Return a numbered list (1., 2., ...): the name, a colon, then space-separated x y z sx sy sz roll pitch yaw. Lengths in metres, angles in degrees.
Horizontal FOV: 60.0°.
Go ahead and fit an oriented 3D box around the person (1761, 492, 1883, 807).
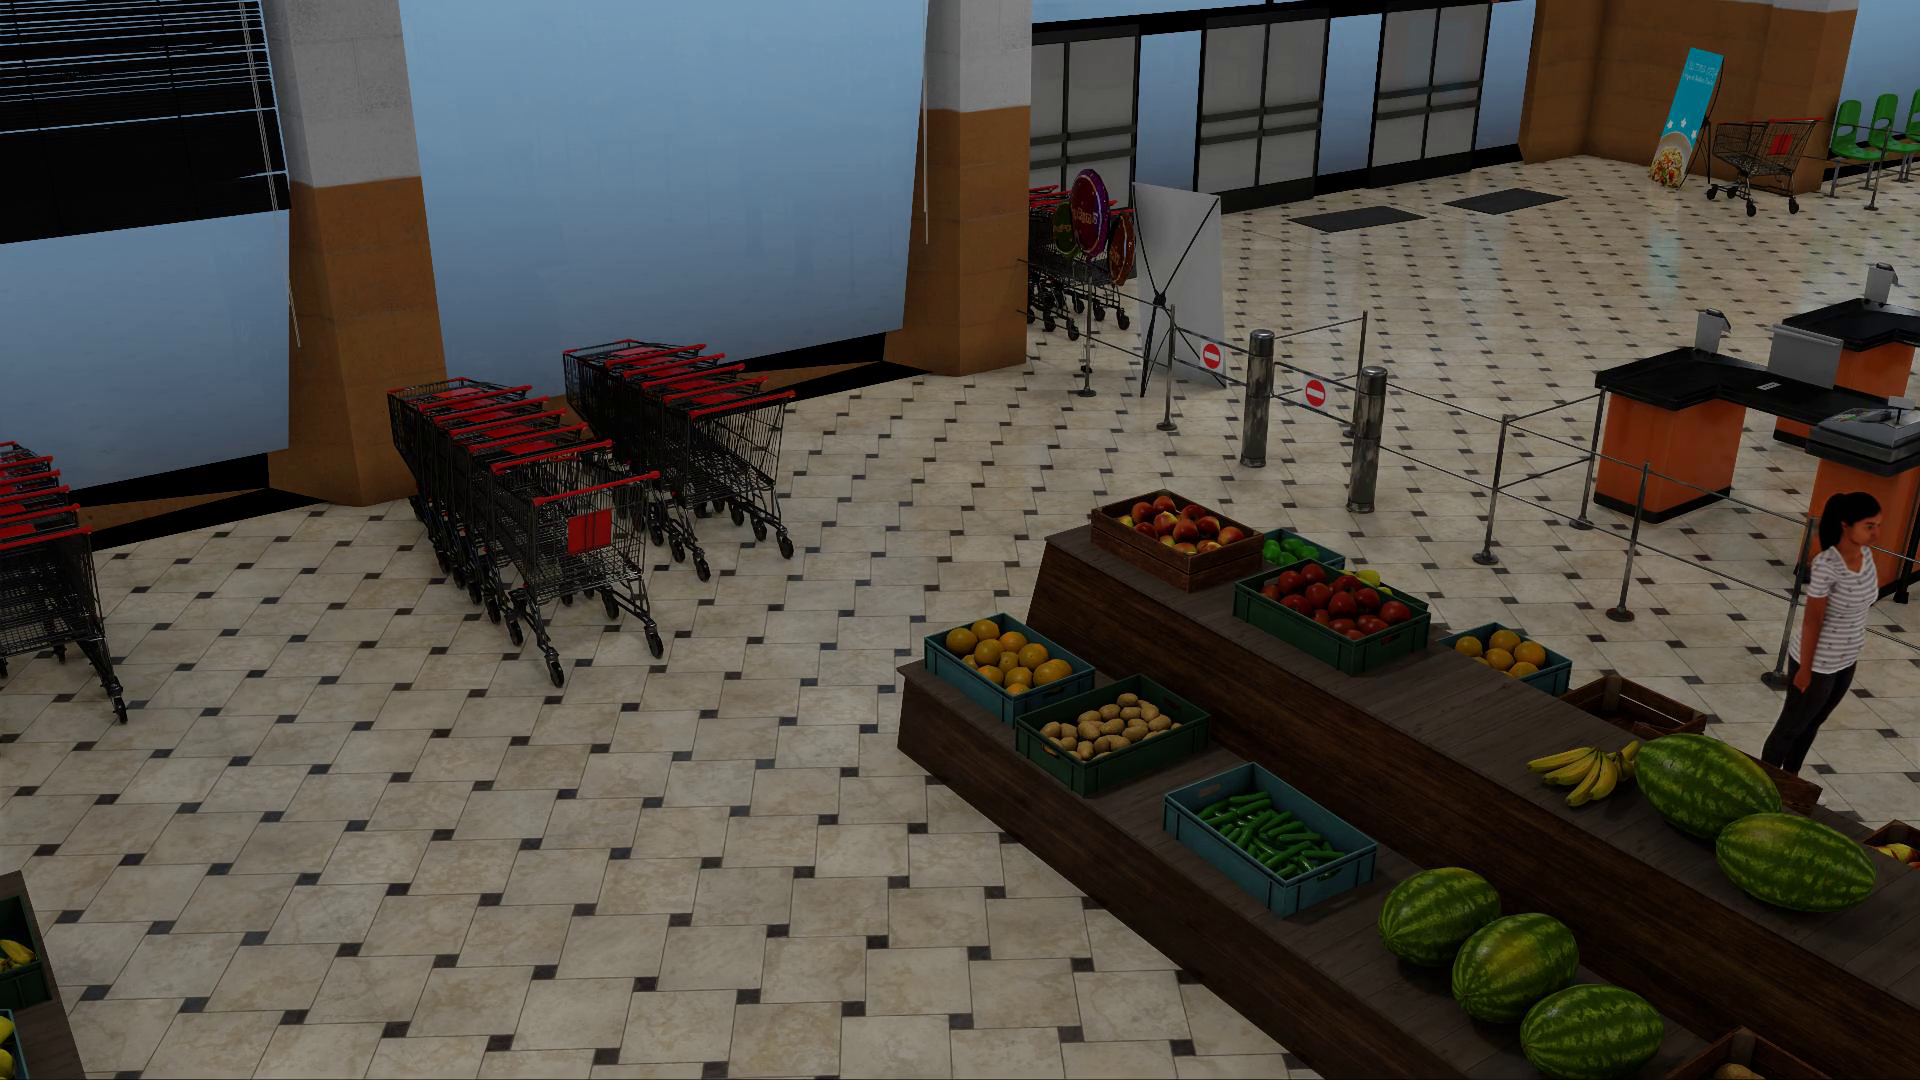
1. person: 4.047 0.540 7.806 0.560 1.645 0.500 -15 28 -31
